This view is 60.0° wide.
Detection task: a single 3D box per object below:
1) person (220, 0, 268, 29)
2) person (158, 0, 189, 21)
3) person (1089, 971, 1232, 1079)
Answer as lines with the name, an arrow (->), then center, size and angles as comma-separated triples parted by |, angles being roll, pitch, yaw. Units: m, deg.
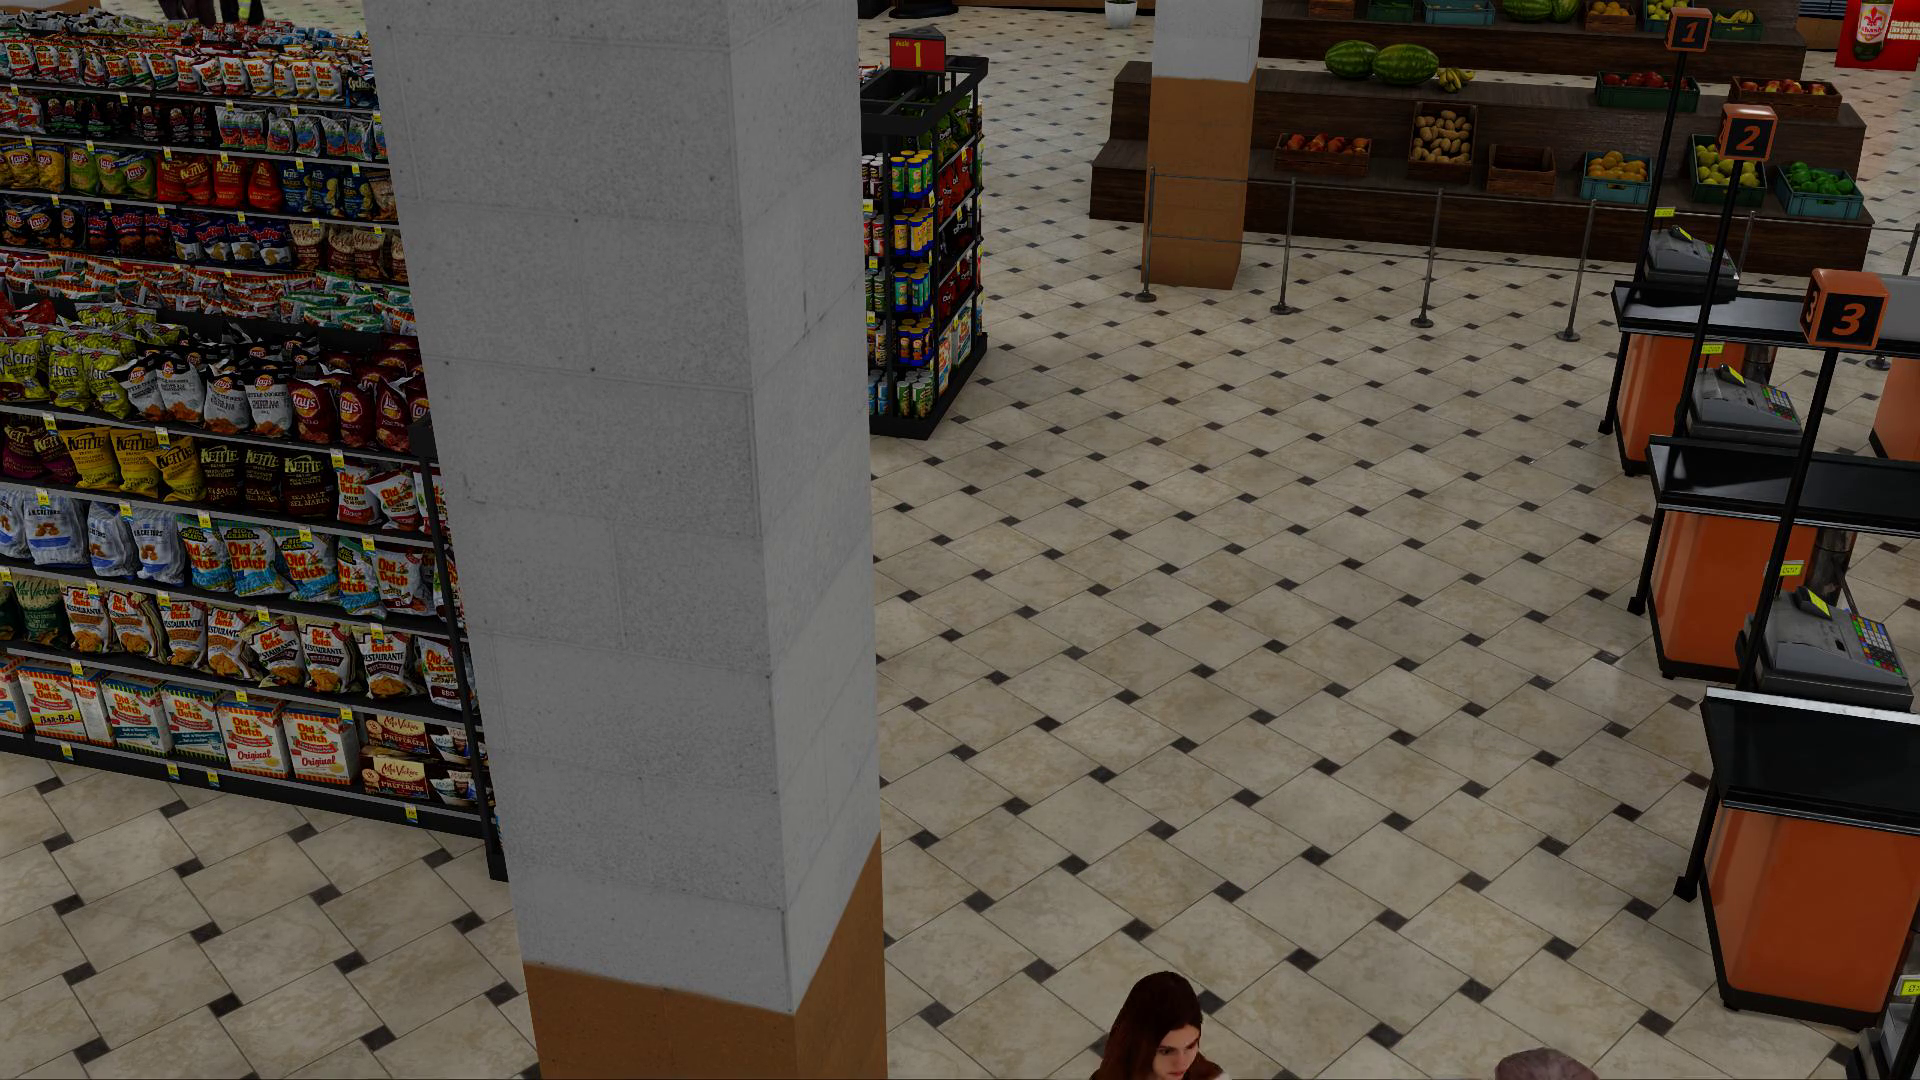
person -> -7.359, -5.461, 17.047 | 0.913, 1.982, 0.859 | -15, 32, -25
person -> -9.200, -6.489, 19.251 | 0.714, 1.675, 0.728 | 1, 29, 2
person -> 0.449, 1.713, 4.195 | 1.035, 1.706, 0.938 | -5, 29, -10
